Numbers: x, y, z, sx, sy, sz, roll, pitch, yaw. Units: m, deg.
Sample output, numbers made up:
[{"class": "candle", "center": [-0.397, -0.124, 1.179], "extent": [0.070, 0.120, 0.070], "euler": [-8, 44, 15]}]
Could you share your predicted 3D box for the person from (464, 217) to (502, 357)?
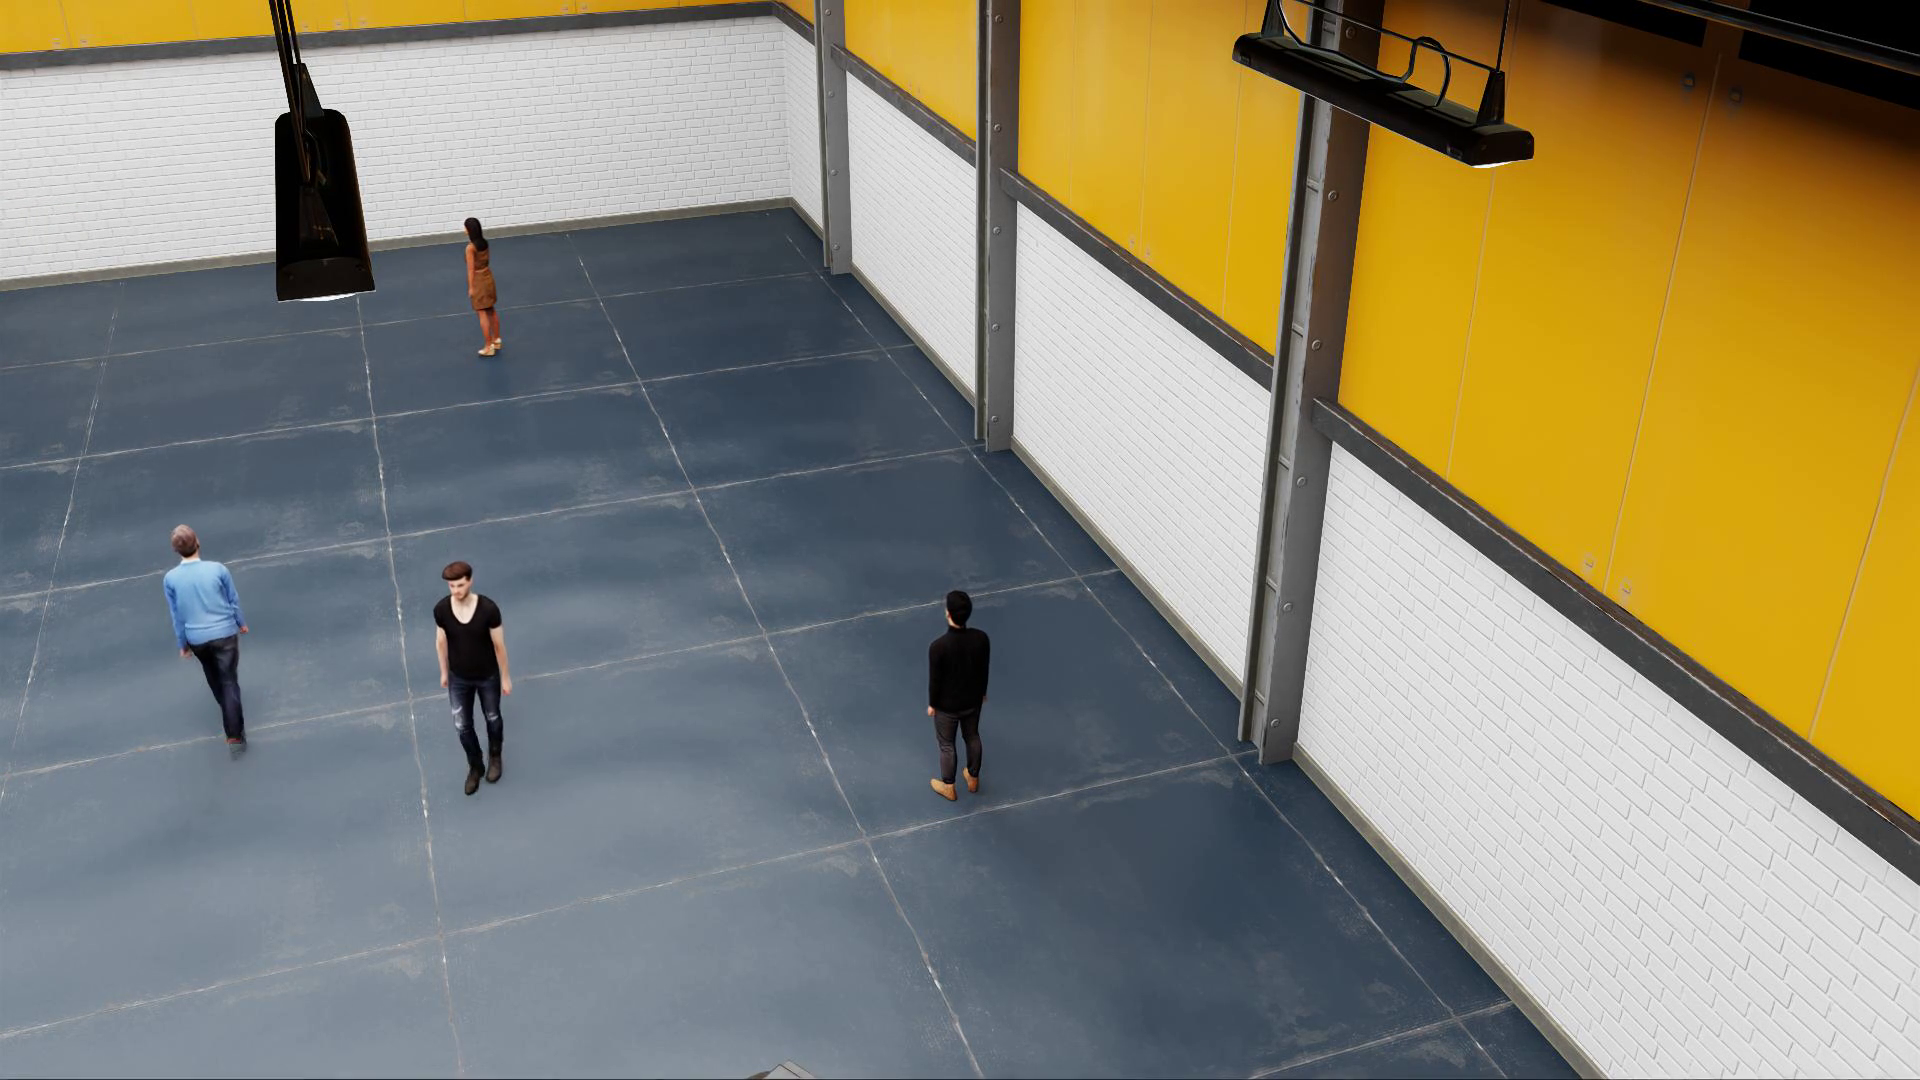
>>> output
[{"class": "person", "center": [-5.744, -3.053, 19.984], "extent": [0.698, 1.687, 0.601], "euler": [6, 29, 11]}]

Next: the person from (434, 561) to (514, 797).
[{"class": "person", "center": [-3.612, 0.945, 12.448], "extent": [0.797, 1.886, 0.820], "euler": [-2, 29, -4]}]

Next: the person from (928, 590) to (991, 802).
[{"class": "person", "center": [-0.012, 1.143, 12.255], "extent": [0.671, 1.723, 0.578], "euler": [-14, 32, -24]}]

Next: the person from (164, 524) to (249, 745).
[{"class": "person", "center": [-5.803, 0.762, 12.887], "extent": [0.734, 1.786, 1.170], "euler": [-6, 29, -11]}]
